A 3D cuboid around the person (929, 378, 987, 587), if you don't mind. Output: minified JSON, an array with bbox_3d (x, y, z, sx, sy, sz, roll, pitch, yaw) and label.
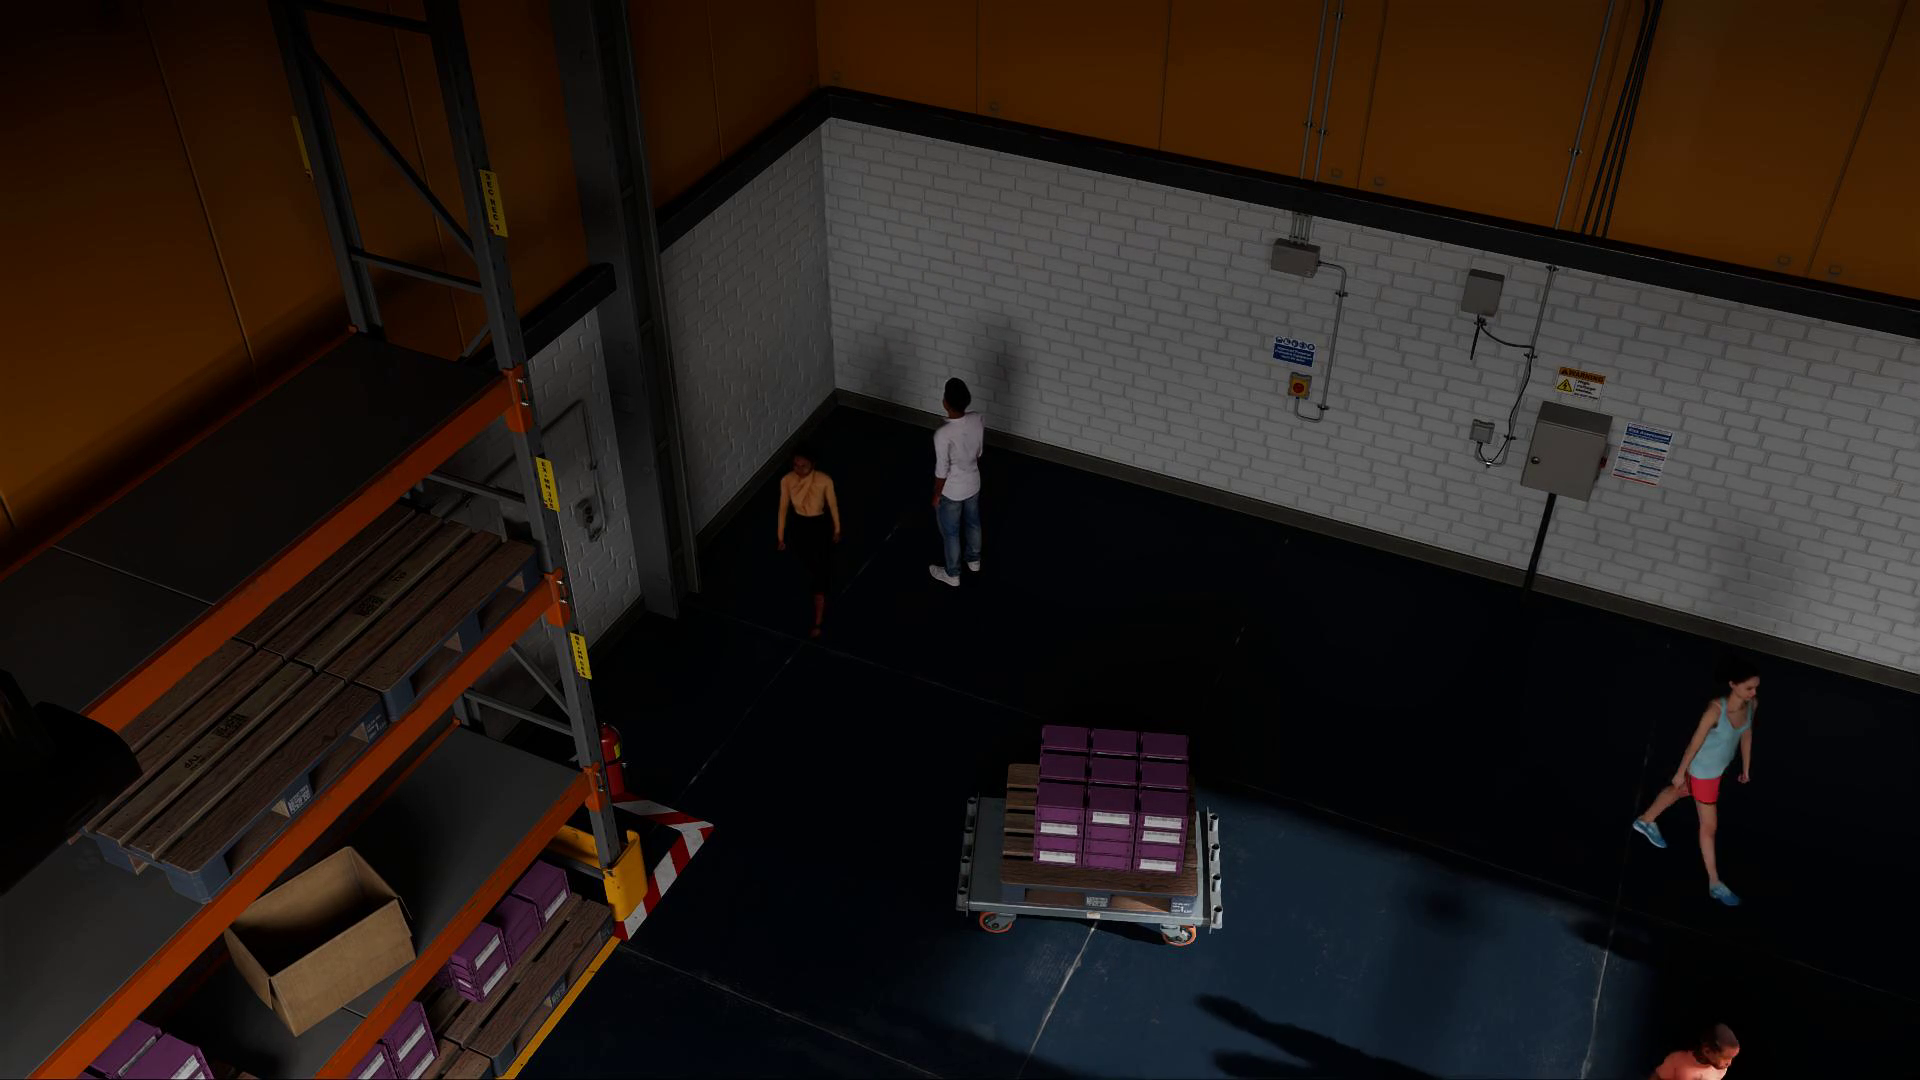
[{"bbox_3d":[-0.014,-0.454,12.806,0.650,1.816,0.781,-30,47,-32],"label":"person"}]

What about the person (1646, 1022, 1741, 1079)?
[{"bbox_3d":[3.783,2.994,8.909,0.683,1.291,0.558,13,41,16],"label":"person"}]

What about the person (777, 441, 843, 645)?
[{"bbox_3d":[-1.096,-0.098,12.511,0.772,1.628,1.002,5,39,7],"label":"person"}]

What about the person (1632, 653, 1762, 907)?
[{"bbox_3d":[4.678,1.395,10.564,1.139,1.724,1.109,-19,42,-22],"label":"person"}]
